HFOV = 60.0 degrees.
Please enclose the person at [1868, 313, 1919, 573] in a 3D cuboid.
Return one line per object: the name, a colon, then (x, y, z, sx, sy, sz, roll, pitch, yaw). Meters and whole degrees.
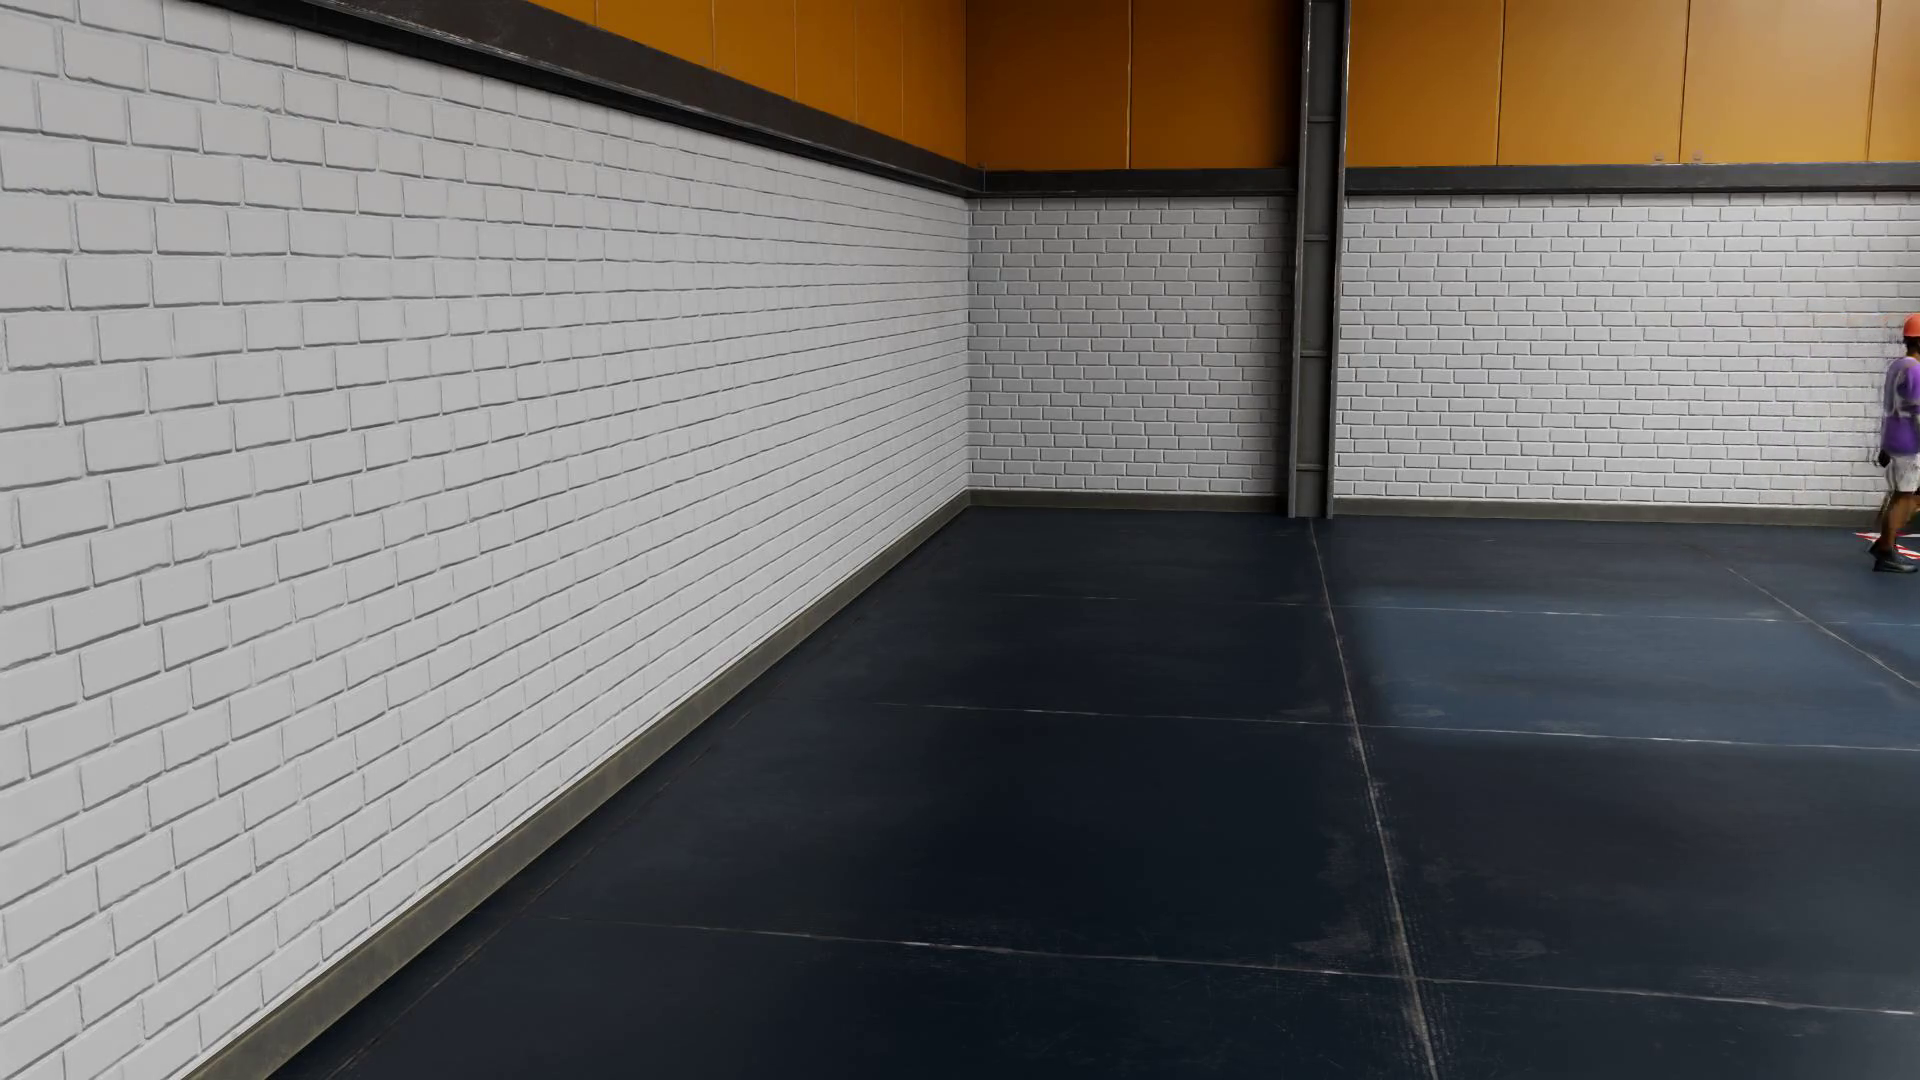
person: (6.958, -0.695, 12.163, 0.429, 1.918, 0.556, 3, 10, 18)
